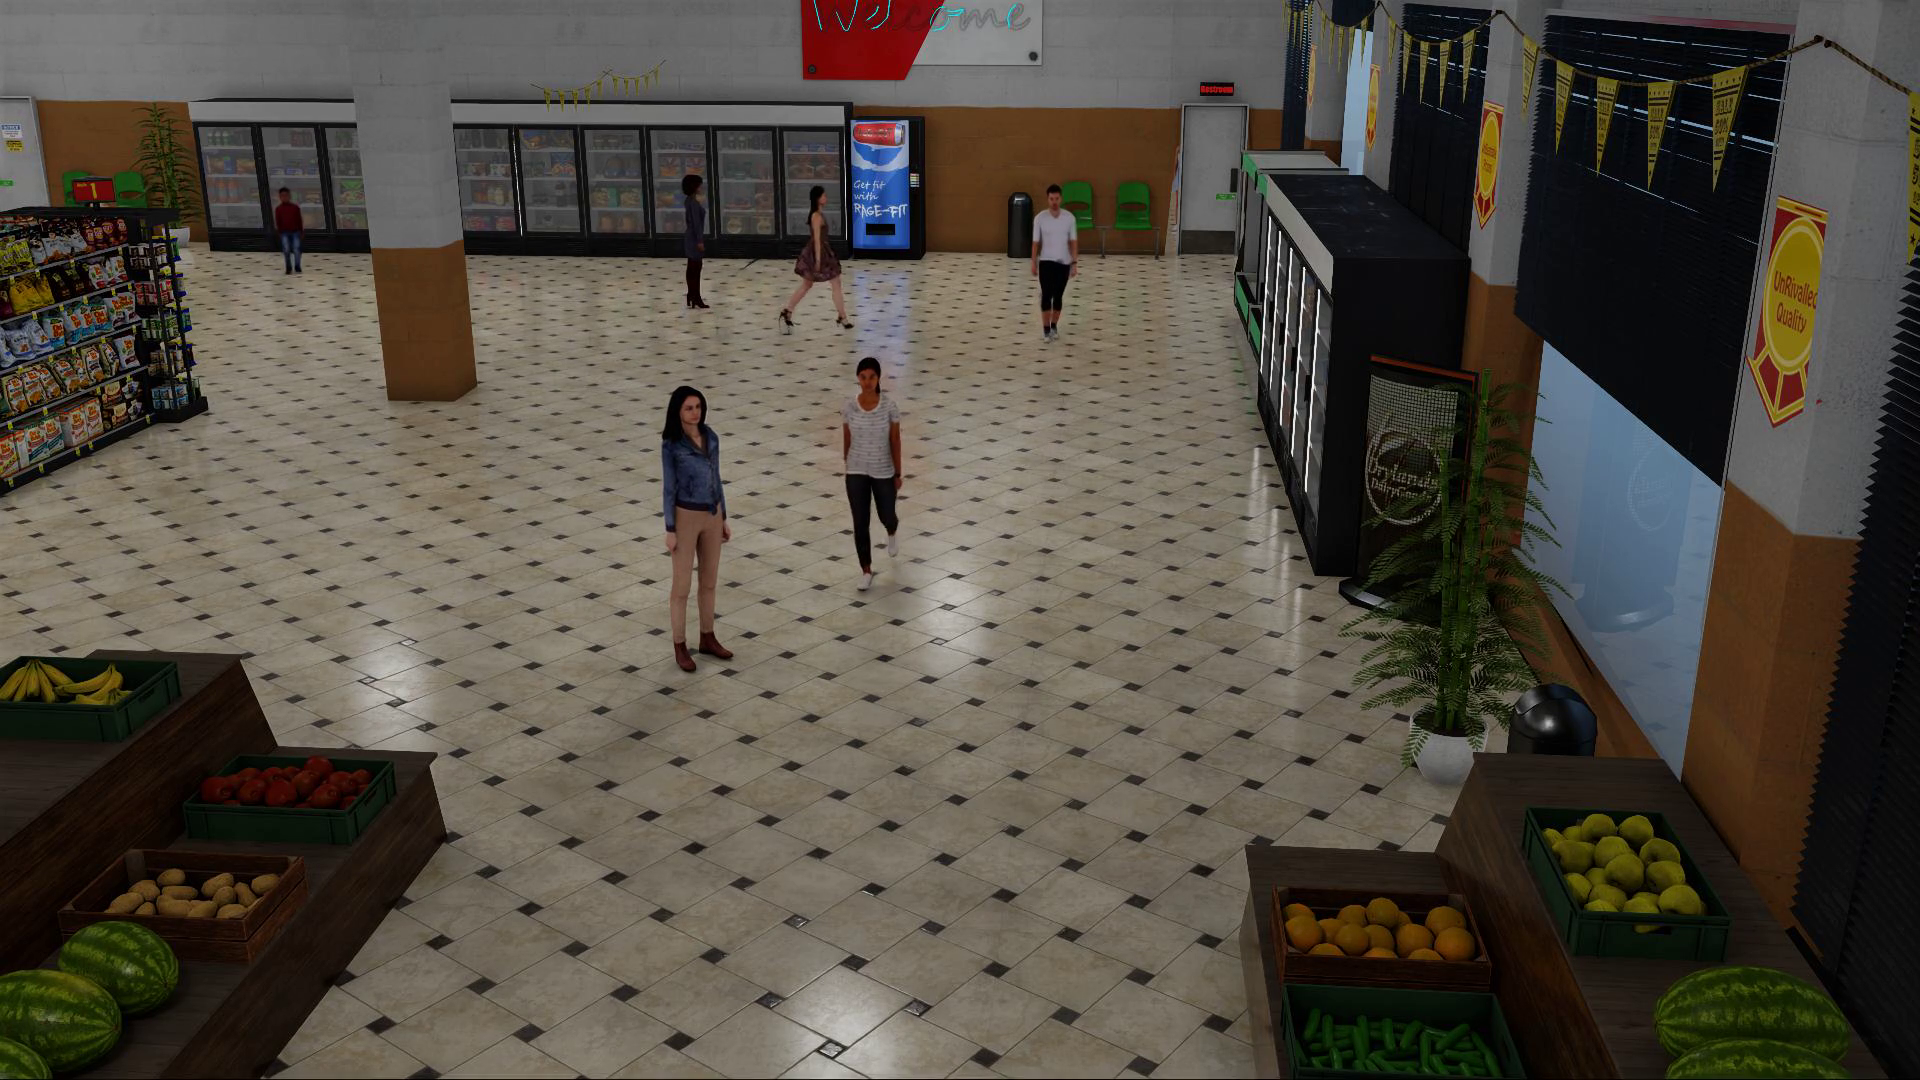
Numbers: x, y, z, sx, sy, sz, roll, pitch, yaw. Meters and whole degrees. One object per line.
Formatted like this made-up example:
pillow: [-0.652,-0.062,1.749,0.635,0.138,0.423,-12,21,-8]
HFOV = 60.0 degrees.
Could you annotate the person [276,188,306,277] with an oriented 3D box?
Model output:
person: [-9.707,-4.475,24.124,0.655,1.240,0.755,-8,20,-22]

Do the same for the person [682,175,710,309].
person: [-3.467,-3.892,21.657,0.715,1.711,0.584,-7,20,-19]

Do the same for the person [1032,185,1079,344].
person: [1.115,-3.275,19.651,0.768,1.823,0.998,-2,19,-5]

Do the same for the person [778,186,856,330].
person: [-1.784,-3.347,20.008,0.909,1.732,1.161,-4,19,-11]

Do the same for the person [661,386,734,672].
person: [-1.641,-0.086,10.271,0.696,1.774,0.767,-17,25,-41]

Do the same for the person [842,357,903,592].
person: [-0.604,-0.494,11.708,0.588,1.628,0.966,3,19,8]
